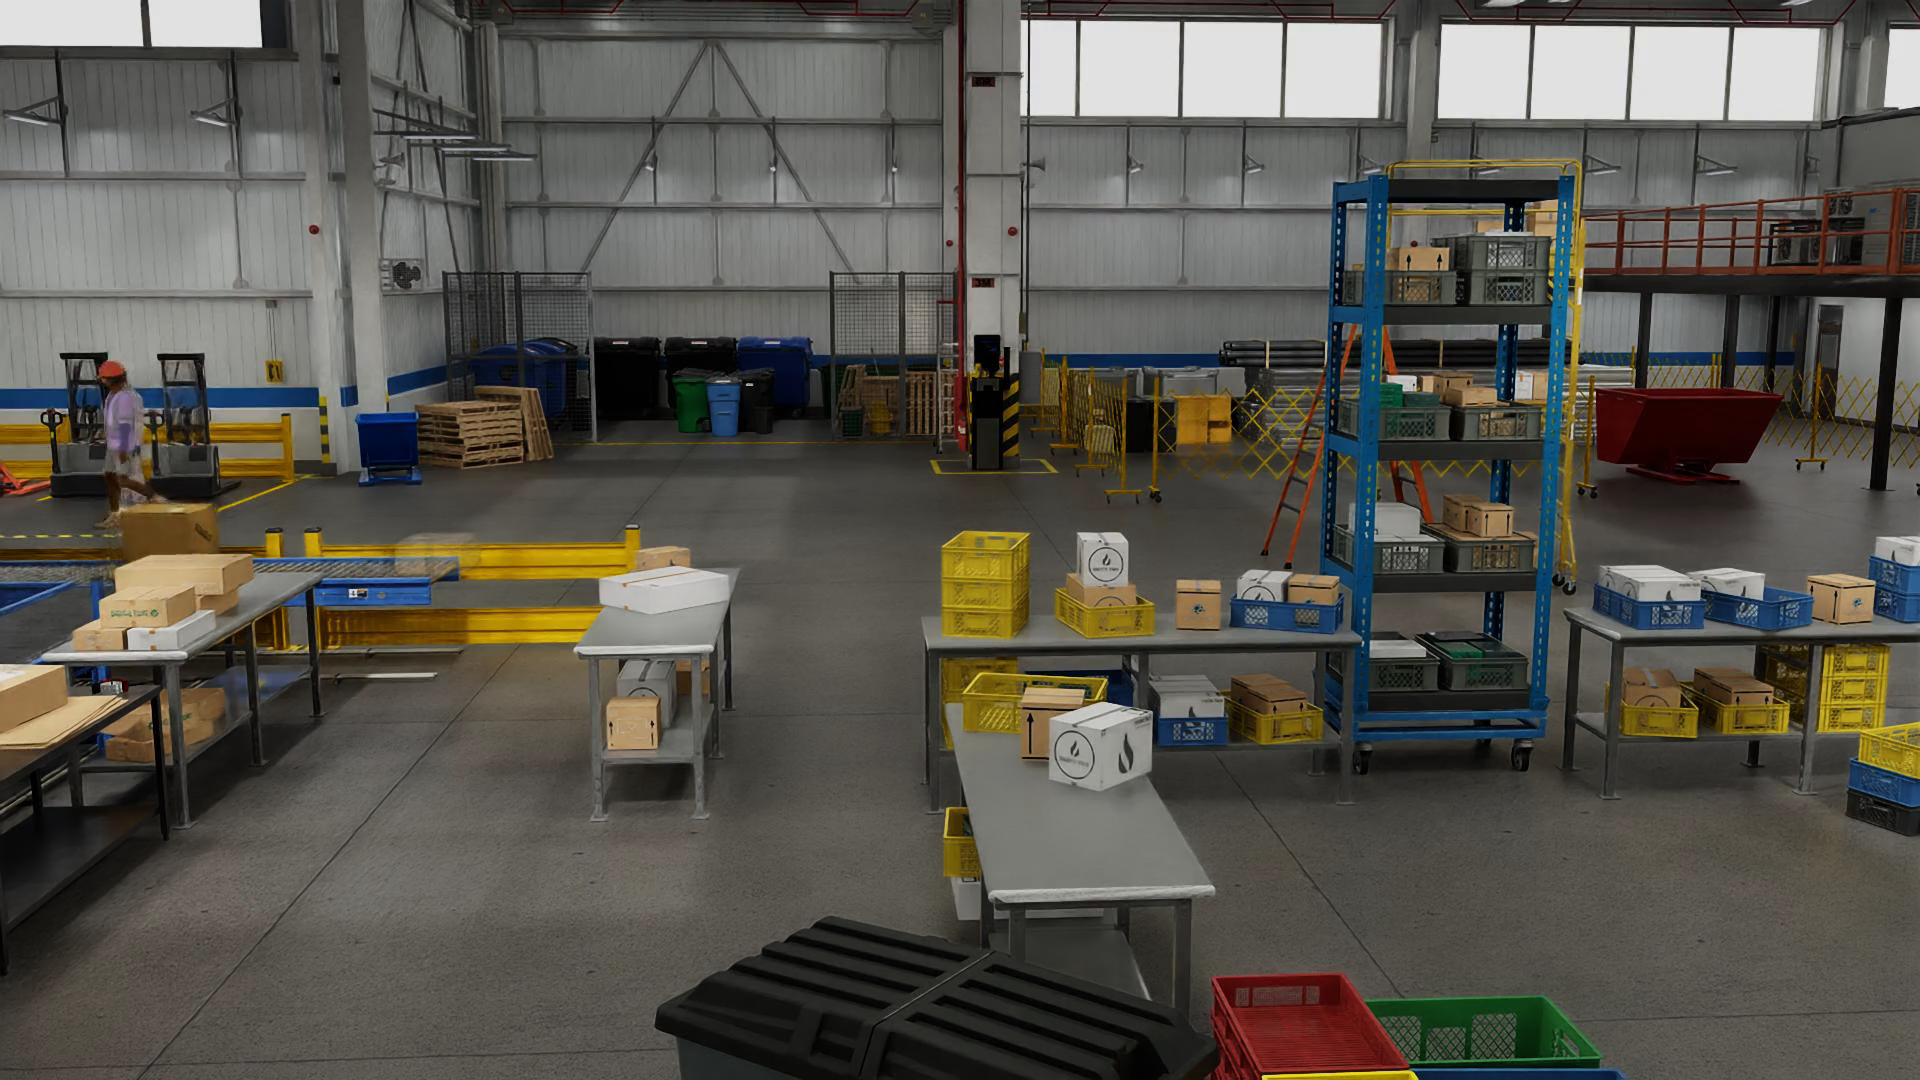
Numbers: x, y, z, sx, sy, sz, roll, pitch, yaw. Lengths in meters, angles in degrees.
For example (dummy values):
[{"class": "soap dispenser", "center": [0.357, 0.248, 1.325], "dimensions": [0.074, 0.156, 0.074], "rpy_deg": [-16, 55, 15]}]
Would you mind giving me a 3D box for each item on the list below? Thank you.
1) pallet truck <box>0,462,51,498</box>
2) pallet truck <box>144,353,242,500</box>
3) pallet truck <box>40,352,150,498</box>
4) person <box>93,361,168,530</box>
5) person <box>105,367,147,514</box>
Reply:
[{"class": "pallet truck", "center": [-13.193, -1.293, 23.148], "dimensions": [0.653, 1.274, 1.630], "rpy_deg": [-1, 9, -4]}, {"class": "pallet truck", "center": [-10.520, -1.604, 22.925], "dimensions": [0.823, 1.965, 1.885], "rpy_deg": [-1, 9, -6]}, {"class": "pallet truck", "center": [-11.907, -1.642, 23.165], "dimensions": [0.823, 1.965, 1.885], "rpy_deg": [0, 9, 0]}, {"class": "person", "center": [-10.018, -1.140, 19.948], "dimensions": [0.625, 2.021, 0.756], "rpy_deg": [8, 12, 42]}, {"class": "person", "center": [-10.525, -1.237, 20.903], "dimensions": [0.650, 1.906, 0.401], "rpy_deg": [6, 11, 34]}]
